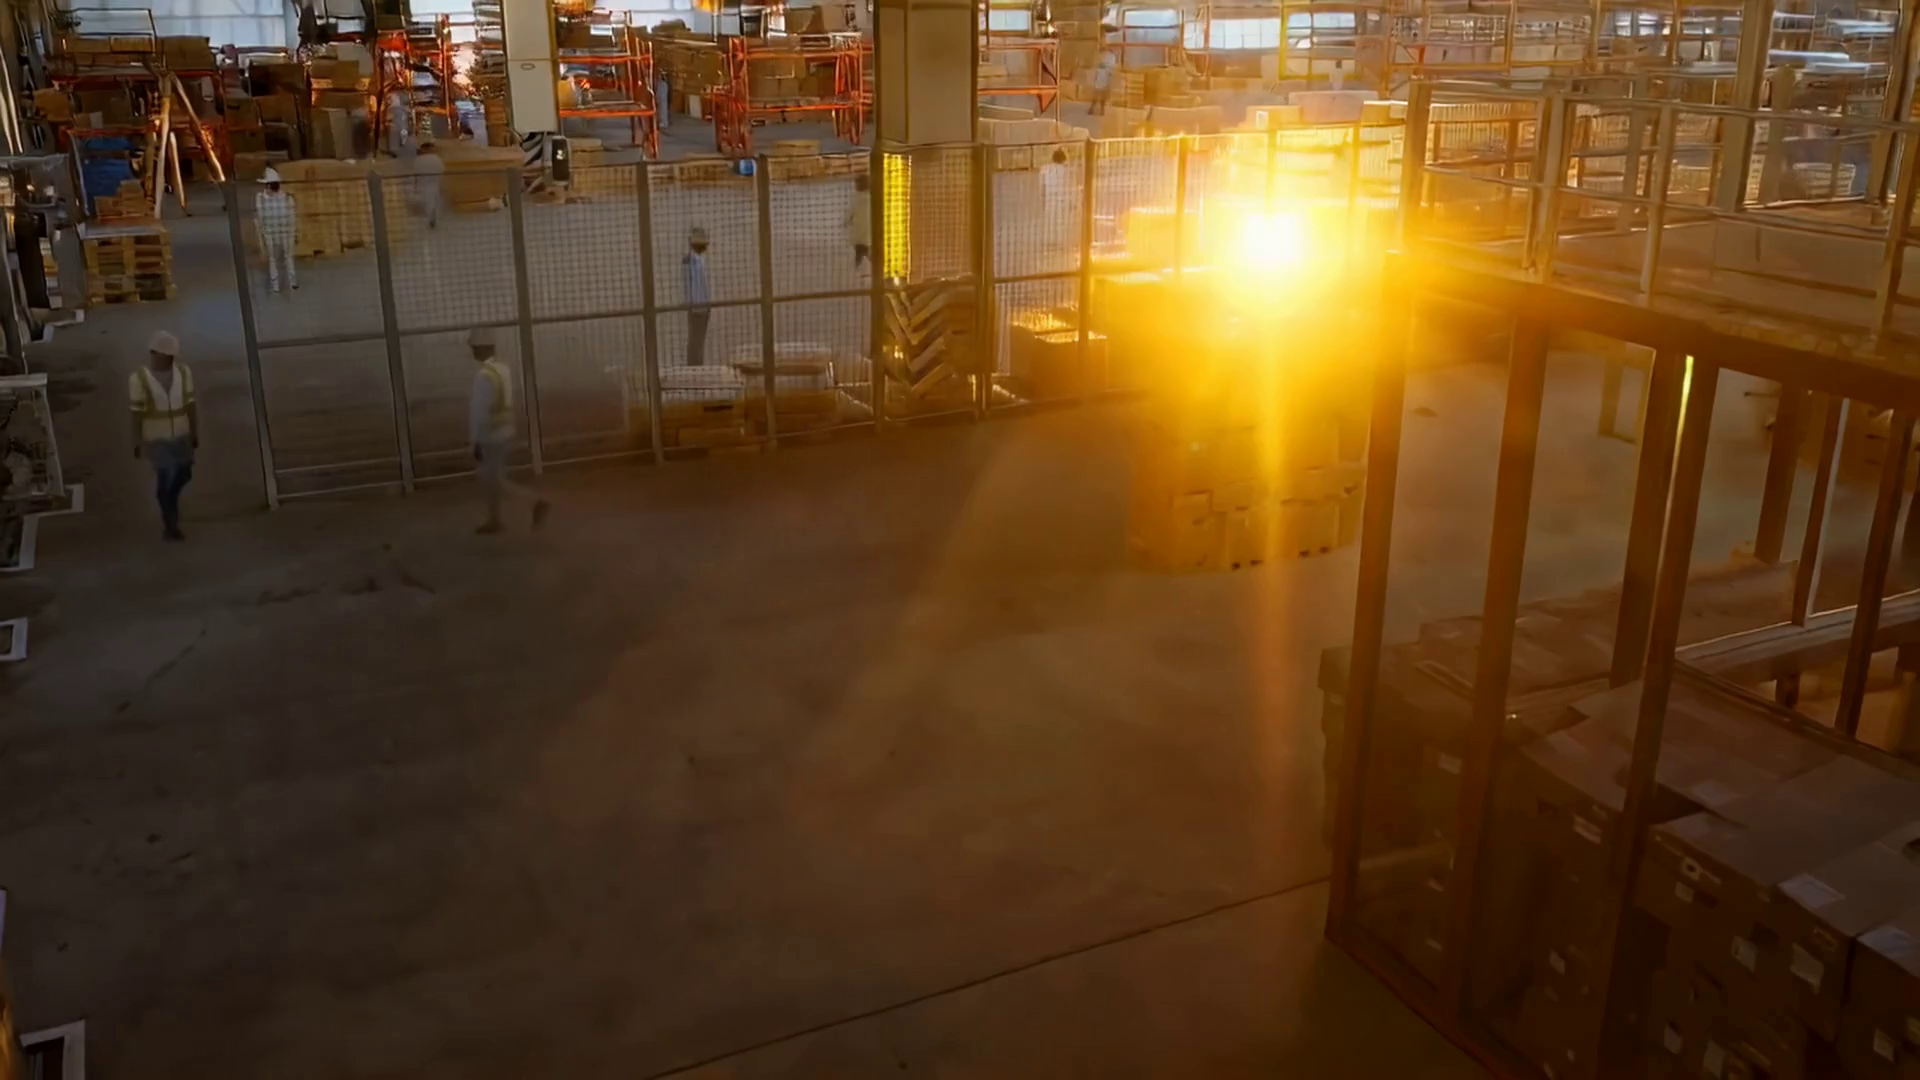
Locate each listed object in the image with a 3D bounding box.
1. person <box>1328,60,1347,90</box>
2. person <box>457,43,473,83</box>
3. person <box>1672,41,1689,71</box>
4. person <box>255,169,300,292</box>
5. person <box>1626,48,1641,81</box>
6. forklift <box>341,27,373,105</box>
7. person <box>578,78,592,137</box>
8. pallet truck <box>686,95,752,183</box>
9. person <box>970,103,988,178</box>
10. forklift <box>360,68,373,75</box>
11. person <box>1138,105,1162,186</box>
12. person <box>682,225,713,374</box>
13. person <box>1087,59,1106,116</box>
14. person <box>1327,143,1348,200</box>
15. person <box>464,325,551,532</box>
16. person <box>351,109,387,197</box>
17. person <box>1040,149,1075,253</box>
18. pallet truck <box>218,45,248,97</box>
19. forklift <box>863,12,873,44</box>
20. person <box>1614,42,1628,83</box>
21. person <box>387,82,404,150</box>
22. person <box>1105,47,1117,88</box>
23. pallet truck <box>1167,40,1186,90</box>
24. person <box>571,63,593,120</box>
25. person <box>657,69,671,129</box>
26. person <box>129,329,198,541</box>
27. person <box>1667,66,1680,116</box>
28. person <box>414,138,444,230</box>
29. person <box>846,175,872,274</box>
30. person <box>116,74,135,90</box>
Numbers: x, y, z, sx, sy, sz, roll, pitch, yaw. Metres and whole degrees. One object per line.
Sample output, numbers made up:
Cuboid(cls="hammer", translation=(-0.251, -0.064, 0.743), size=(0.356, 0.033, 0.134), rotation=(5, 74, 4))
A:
Cuboid(cls="person", translation=(12.907, -15.422, 56.836), size=(0.625, 1.907, 1.003), rotation=(-3, 19, -8))
Cuboid(cls="person", translation=(-20.593, -19.706, 69.271), size=(0.652, 1.902, 0.842), rotation=(-3, 19, -9))
Cuboid(cls="person", translation=(31.678, -21.014, 73.200), size=(0.579, 1.805, 0.842), rotation=(-9, 21, -25))
Cuboid(cls="person", translation=(-10.758, -4.883, 26.265), size=(0.594, 1.924, 0.382), rotation=(-6, 20, -17))
Cuboid(cls="person", translation=(28.400, -20.007, 70.233), size=(0.650, 1.856, 0.998), rotation=(5, 20, 15))
Cuboid(cls="forklift", translation=(-22.274, -17.347, 60.956), size=(1.873, 2.768, 1.129), rotation=(-9, 21, -25))
Cuboid(cls="person", translation=(-11.323, -13.040, 50.188), size=(0.296, 1.744, 0.486), rotation=(0, 19, -1))
Cuboid(cls="pallet truck", translation=(-5.836, -9.608, 39.856), size=(0.823, 1.965, 1.885), rotation=(10, 22, 27))
Cuboid(cls="person", translation=(0.450, -9.649, 40.247), size=(0.839, 1.811, 0.662), rotation=(18, 26, 42))
Cuboid(cls="forklift", translation=(-22.652, -18.794, 65.152), size=(1.873, 2.768, 1.129), rotation=(-8, 20, -21))
Cuboid(cls="person", translation=(4.487, -9.334, 39.326), size=(0.540, 1.815, 1.003), rotation=(0, 19, 1))
Cuboid(cls="person", translation=(-3.156, -2.818, 20.180), size=(0.393, 1.990, 0.616), rotation=(3, 19, 9))
Cuboid(cls="person", translation=(4.785, -15.679, 57.619), size=(0.565, 1.883, 1.018), rotation=(-11, 22, -29))
Cuboid(cls="person", translation=(6.796, -6.300, 30.421), size=(1.001, 1.884, 0.652), rotation=(11, 22, 28))
Cuboid(cls="person", translation=(-4.128, -0.977, 14.934), size=(0.741, 1.930, 0.616), rotation=(-1, 19, -4))
Cuboid(cls="person", translation=(-13.310, -8.540, 36.823), size=(0.952, 1.963, 0.611), rotation=(-14, 24, -36))
Cuboid(cls="person", translation=(1.762, -6.100, 29.927), size=(0.625, 1.841, 0.429), rotation=(6, 20, 16))
Cuboid(cls="pallet truck", translation=(-28.879, -18.665, 66.111), size=(0.823, 1.965, 1.885), rotation=(-3, 19, -9))
Cuboid(cls="forklift", translation=(-4.396, -24.202, 80.828), size=(1.873, 2.768, 1.129), rotation=(-9, 21, -25))
Cuboid(cls="person", translation=(29.197, -21.217, 73.452), size=(0.605, 2.034, 0.387), rotation=(-3, 19, -10))
Cuboid(cls="person", translation=(-15.874, -11.892, 46.681), size=(0.464, 1.866, 0.580), rotation=(6, 20, 18))
Cuboid(cls="person", translation=(6.365, -19.967, 70.336), size=(0.532, 1.698, 0.319), rotation=(-1, 19, -3))
Cuboid(cls="pallet truck", translation=(9.045, -19.971, 69.895), size=(0.823, 1.965, 1.885), rotation=(-3, 19, -8))
Cuboid(cls="person", translation=(-12.687, -15.073, 55.837), size=(0.685, 1.906, 0.684), rotation=(-4, 19, -12))
Cuboid(cls="person", translation=(-9.446, -14.038, 52.926), size=(0.329, 1.844, 0.515), rotation=(5, 20, 13))
Cuboid(cls="person", translation=(-7.184, -0.980, 14.987), size=(0.586, 1.910, 0.661), rotation=(-17, 25, -41))
Cuboid(cls="person", translation=(24.678, -15.553, 57.606), size=(0.536, 1.640, 0.902), rotation=(-17, 25, -40))
Cuboid(cls="person", translation=(-10.423, -6.996, 32.678), size=(0.537, 1.741, 0.748), rotation=(-10, 22, -28))
Cuboid(cls="person", translation=(-1.586, -5.246, 27.720), size=(0.845, 1.660, 0.534), rotation=(15, 24, 36))
Cuboid(cls="person", translation=(-29.467, -16.102, 58.766), size=(0.361, 1.940, 0.543), rotation=(13, 23, 34))
